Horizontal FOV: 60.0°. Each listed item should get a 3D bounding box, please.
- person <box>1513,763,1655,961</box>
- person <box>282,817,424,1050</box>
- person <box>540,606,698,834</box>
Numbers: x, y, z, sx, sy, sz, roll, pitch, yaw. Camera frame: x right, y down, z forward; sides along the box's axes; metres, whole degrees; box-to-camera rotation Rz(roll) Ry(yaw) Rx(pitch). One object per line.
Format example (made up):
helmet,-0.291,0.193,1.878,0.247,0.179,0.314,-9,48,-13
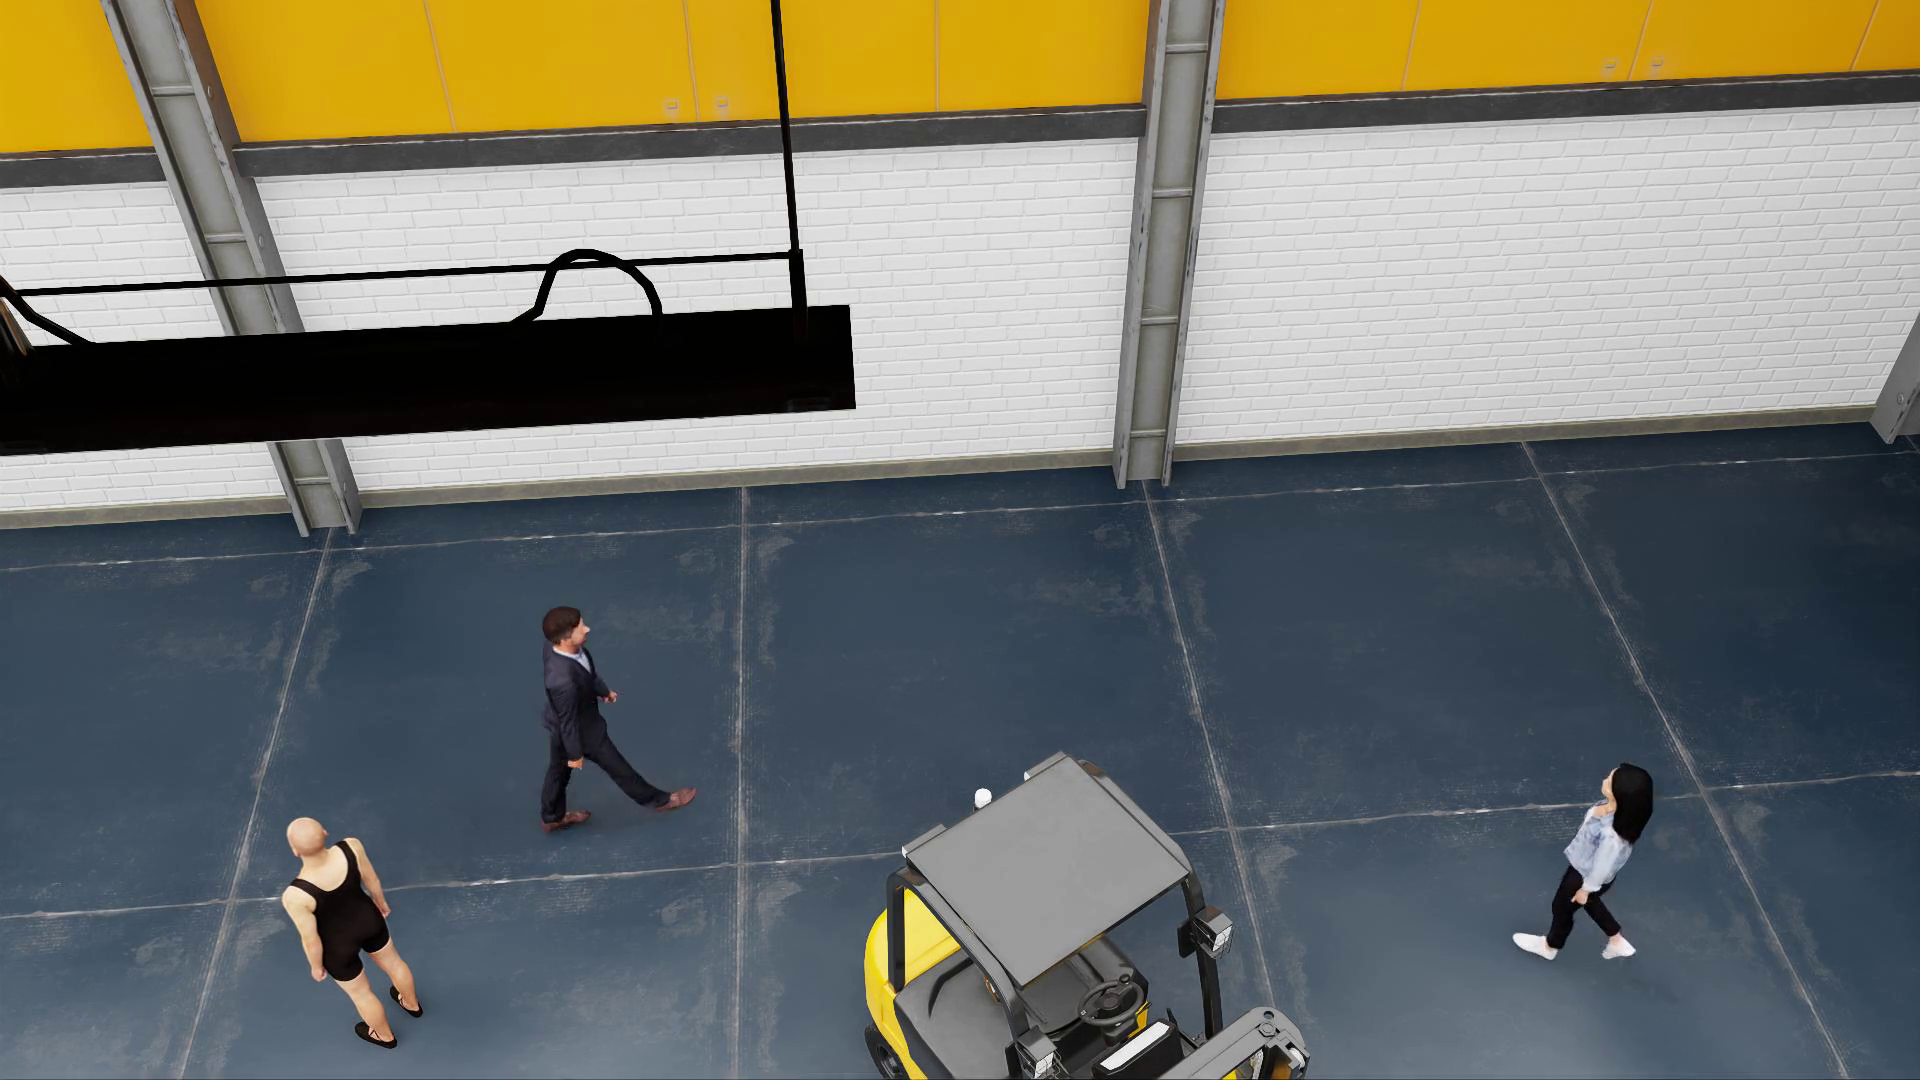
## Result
person,3.479,1.796,8.945,0.958,1.702,0.862,22,48,22
person,-3.156,2.038,8.610,0.720,1.815,0.712,23,48,22
person,-2.289,1.096,9.598,1.240,1.815,0.842,-13,45,-13
